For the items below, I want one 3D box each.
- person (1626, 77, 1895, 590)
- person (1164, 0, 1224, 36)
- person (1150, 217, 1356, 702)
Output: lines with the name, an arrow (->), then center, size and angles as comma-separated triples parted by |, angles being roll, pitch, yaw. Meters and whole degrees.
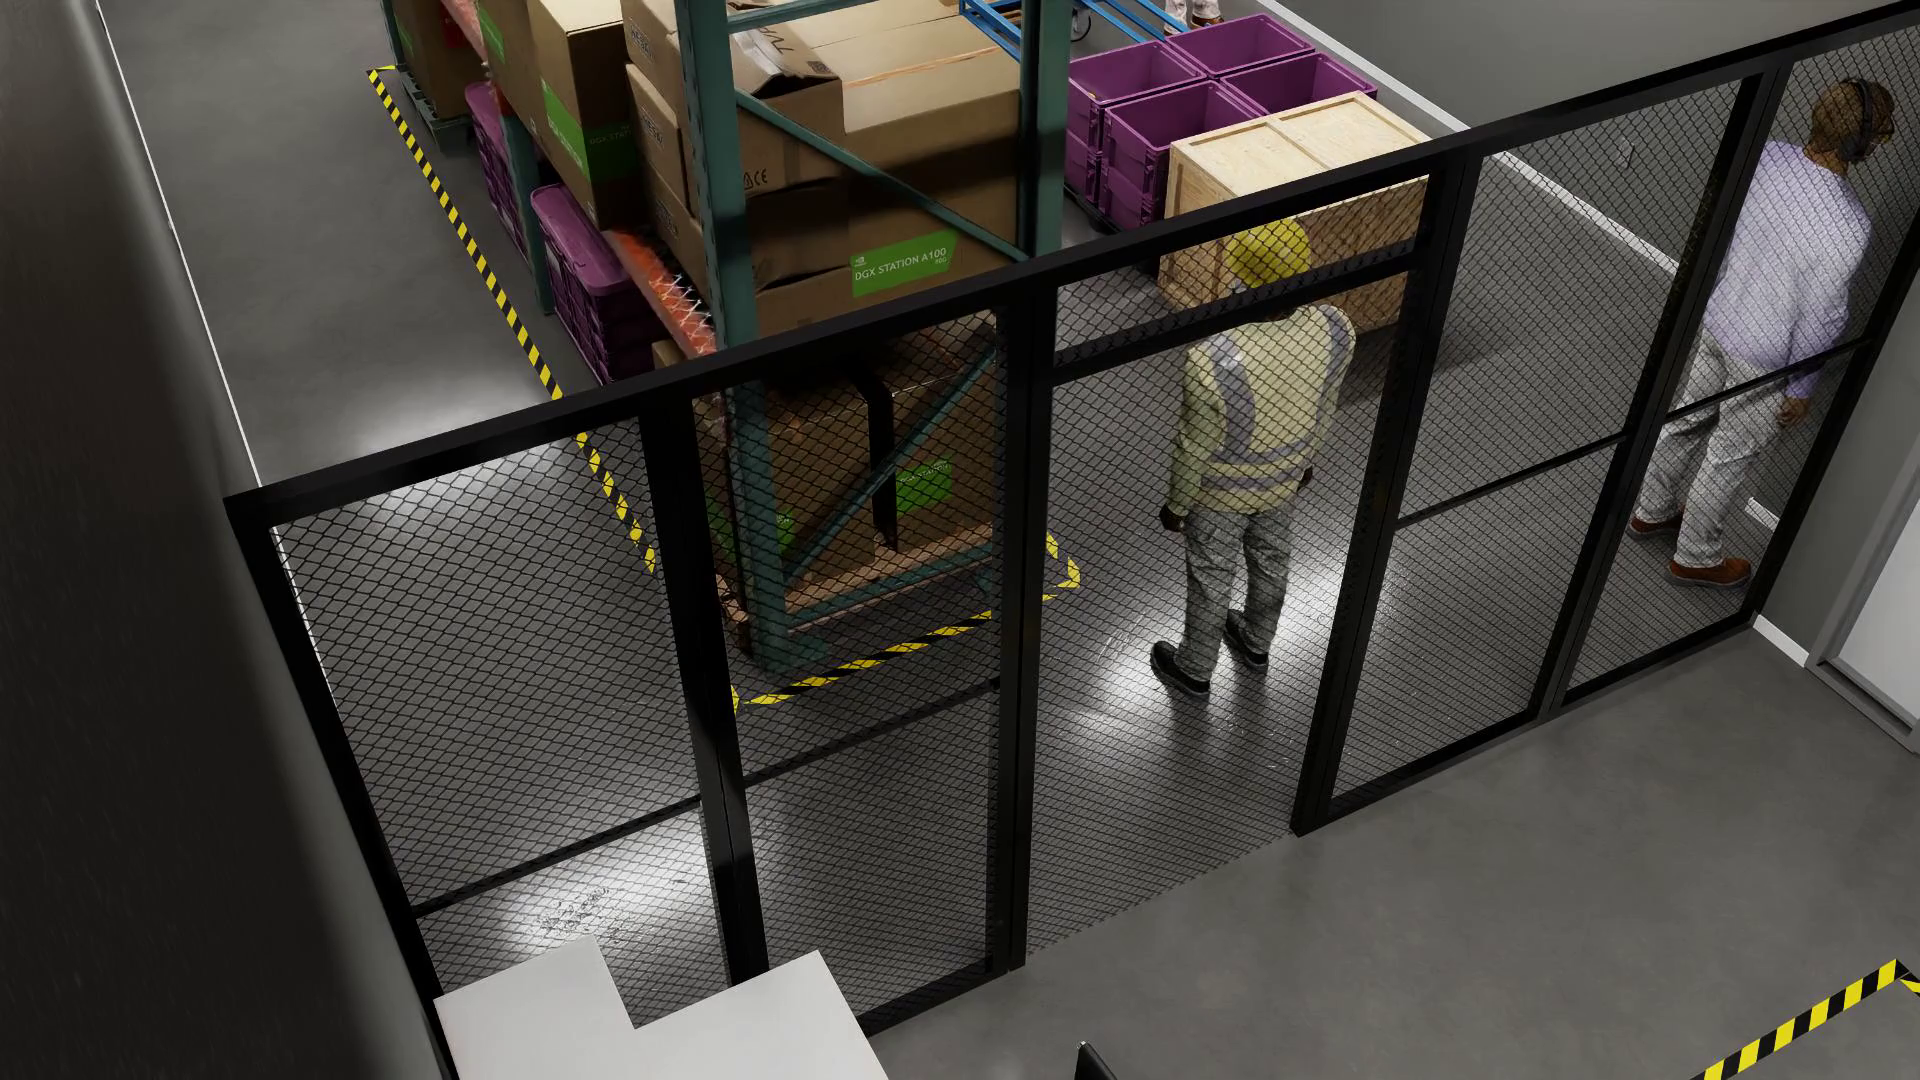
person -> 2.726, -0.674, 5.682 | 0.372, 1.940, 0.627 | -8, 43, -9
person -> 1.373, -3.564, 8.803 | 0.396, 1.992, 0.623 | 34, 52, 31
person -> 0.892, -0.228, 5.272 | 0.588, 1.833, 0.404 | -20, 46, -20
